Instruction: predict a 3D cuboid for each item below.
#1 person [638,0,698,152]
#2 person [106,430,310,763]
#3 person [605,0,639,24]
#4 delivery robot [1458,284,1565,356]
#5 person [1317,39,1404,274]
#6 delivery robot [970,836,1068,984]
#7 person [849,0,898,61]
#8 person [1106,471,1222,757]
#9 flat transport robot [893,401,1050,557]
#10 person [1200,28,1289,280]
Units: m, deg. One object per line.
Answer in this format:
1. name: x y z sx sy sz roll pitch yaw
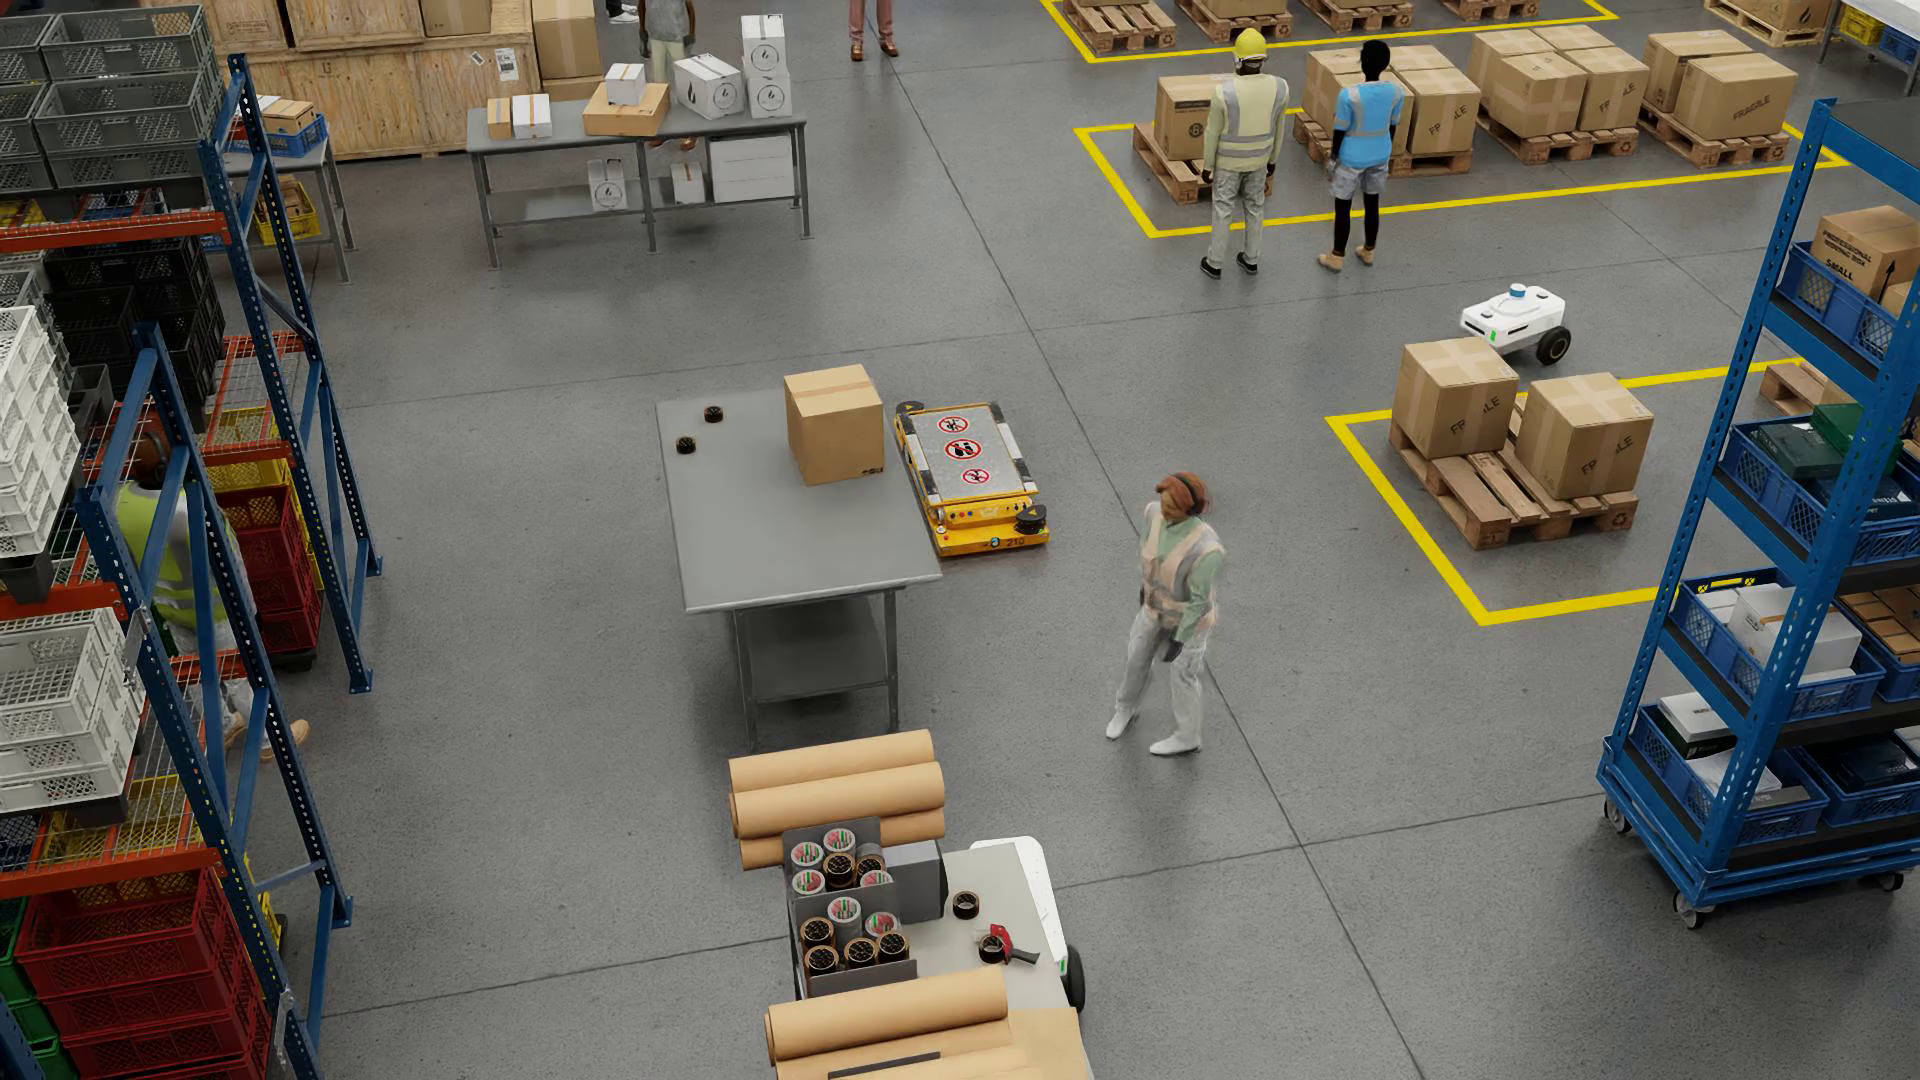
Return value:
1. person: -2.425 -4.146 13.778 0.534 1.864 0.310 10 38 13
2. person: -3.565 0.279 7.853 0.619 1.840 0.430 13 39 17
3. person: -3.445 -6.056 16.309 0.388 1.913 0.593 -10 38 -14
4. delivery robot: 3.722 -1.493 11.225 0.707 0.478 0.477 -20 41 -24
5. person: 2.927 -2.790 12.106 0.542 1.680 0.337 -13 39 -17
6. delivery robot: 0.234 1.591 7.081 0.477 0.478 0.707 -5 37 -6
7. person: -0.818 -5.441 15.483 0.652 1.906 0.403 -11 38 -14
8. person: 0.998 0.357 7.927 0.377 1.625 0.522 -25 43 -29
9. flat transport robot: 0.046 -0.430 10.108 0.652 0.197 1.431 -8 37 -10
10. person: 2.015 -2.752 11.940 0.597 1.824 0.403 -9 38 -12
